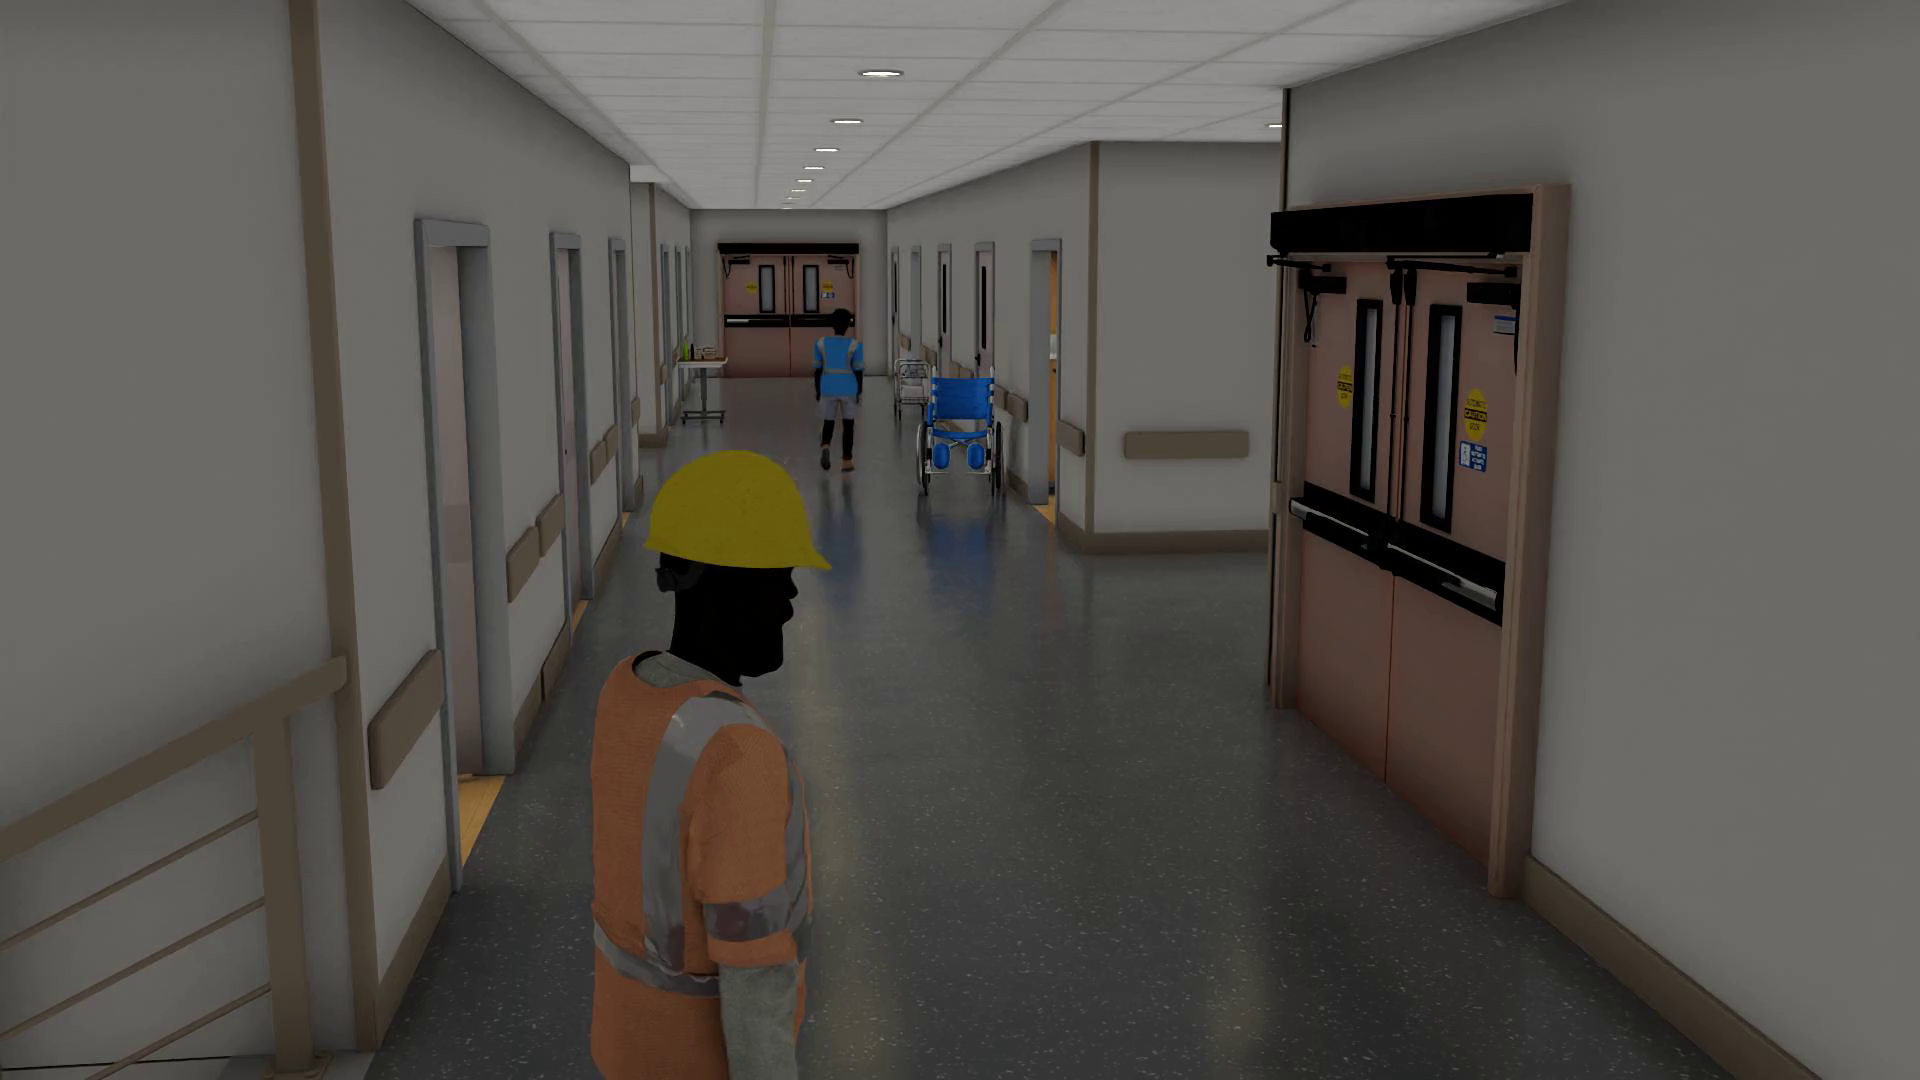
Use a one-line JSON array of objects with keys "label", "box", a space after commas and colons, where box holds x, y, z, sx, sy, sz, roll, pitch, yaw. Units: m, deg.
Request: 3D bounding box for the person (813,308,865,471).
[{"label": "person", "box": [-1.229, -1.503, 16.824, 0.538, 1.674, 0.606, 1, 10, 8]}]

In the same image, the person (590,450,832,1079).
[{"label": "person", "box": [-0.379, 0.814, 2.655, 0.399, 1.918, 0.587, -5, 11, -27]}]
